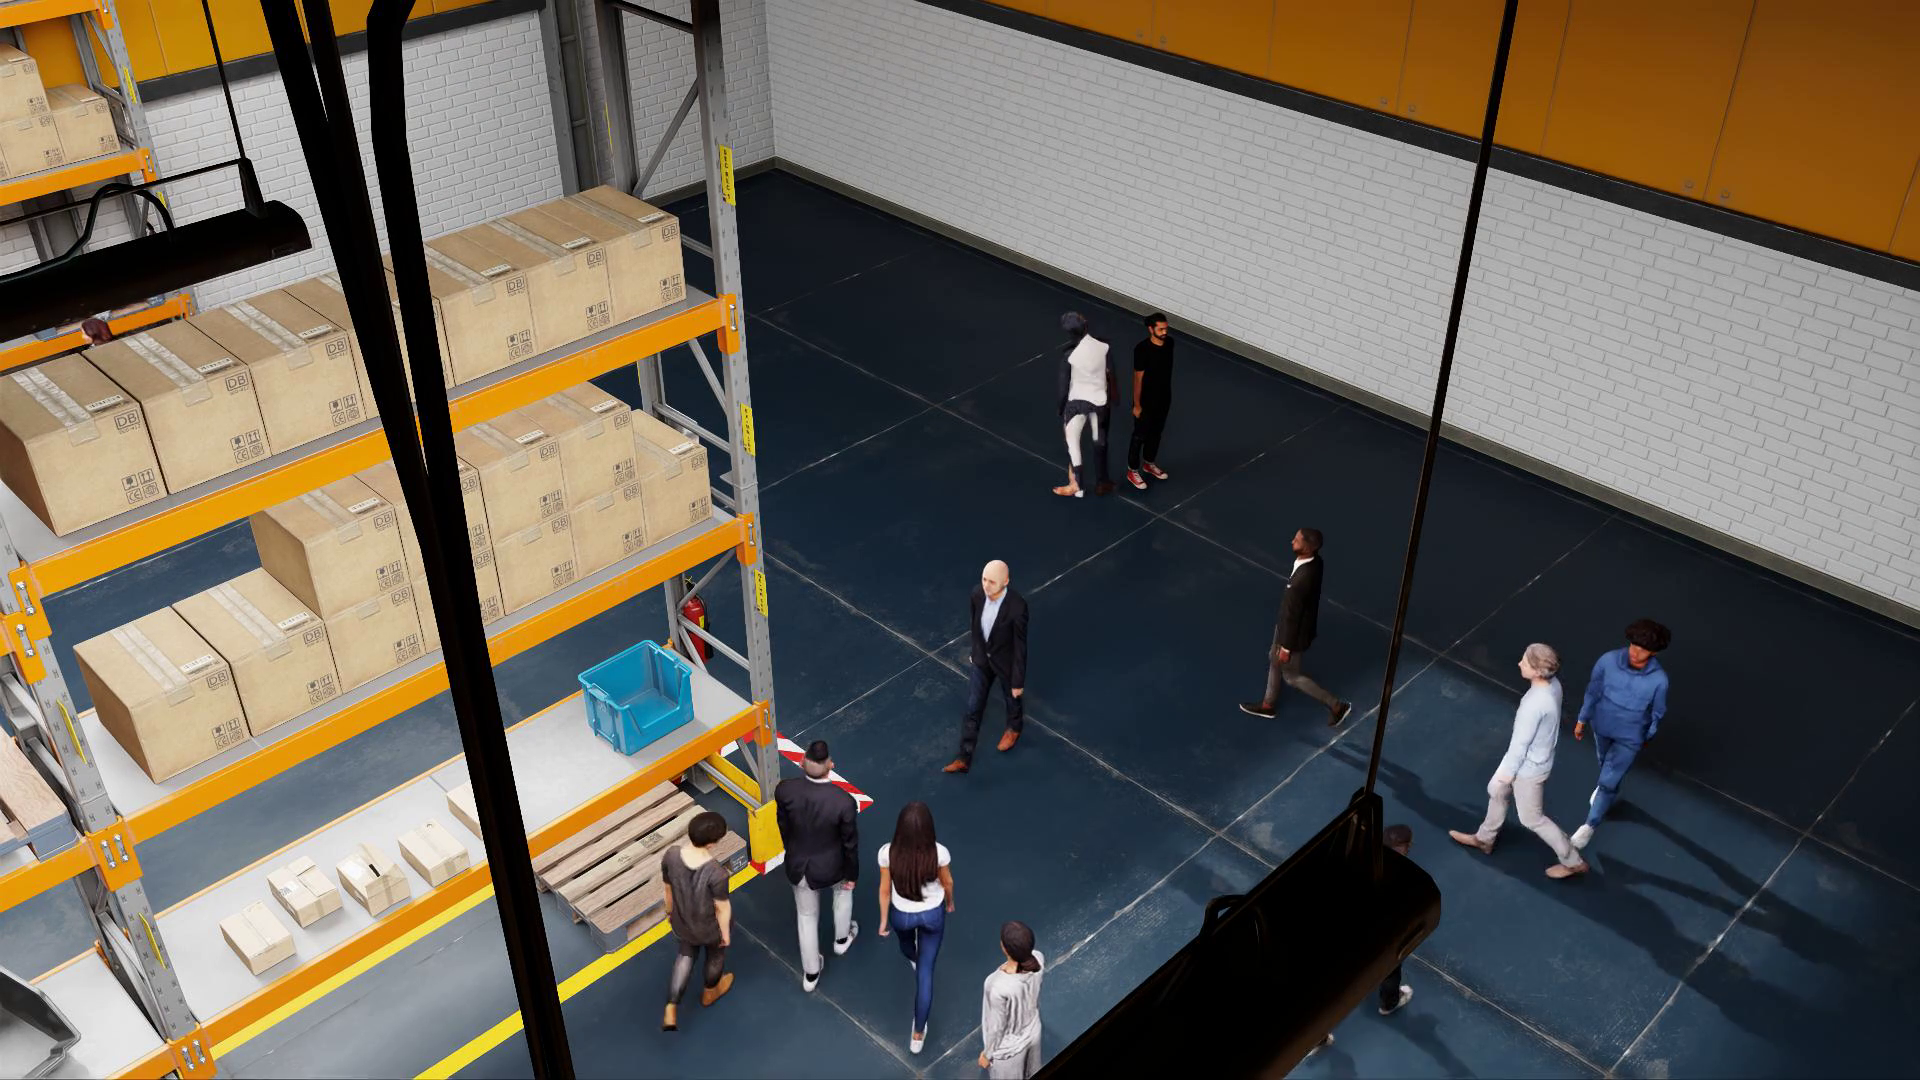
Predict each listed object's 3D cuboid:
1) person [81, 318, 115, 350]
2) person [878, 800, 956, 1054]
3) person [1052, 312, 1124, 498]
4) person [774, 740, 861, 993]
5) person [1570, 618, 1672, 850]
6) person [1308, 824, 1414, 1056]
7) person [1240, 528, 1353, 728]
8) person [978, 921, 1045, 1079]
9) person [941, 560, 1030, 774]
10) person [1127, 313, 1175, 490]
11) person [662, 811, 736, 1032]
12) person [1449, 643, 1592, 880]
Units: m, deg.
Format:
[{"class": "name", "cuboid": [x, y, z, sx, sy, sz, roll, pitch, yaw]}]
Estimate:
[{"class": "person", "cuboid": [-7.748, -1.283, 15.529, 0.654, 1.781, 0.692, 23, 40, 31]}, {"class": "person", "cuboid": [-0.260, 2.372, 10.086, 1.089, 1.719, 1.180, 2, 34, 2]}, {"class": "person", "cuboid": [1.247, -1.245, 15.396, 0.809, 1.865, 0.980, 0, 34, 0]}, {"class": "person", "cuboid": [-0.912, 2.061, 10.364, 0.948, 1.929, 1.021, 4, 34, 6]}, {"class": "person", "cuboid": [4.673, 1.261, 11.711, 0.692, 1.769, 1.132, 28, 43, 35]}, {"class": "person", "cuboid": [2.417, 2.422, 10.010, 1.134, 1.720, 0.612, -28, 43, -35]}, {"class": "person", "cuboid": [2.608, 0.711, 12.531, 1.038, 1.779, 1.130, 11, 35, 16]}, {"class": "person", "cuboid": [0.312, 2.809, 9.378, 0.657, 1.774, 0.469, 27, 42, 34]}, {"class": "person", "cuboid": [0.331, 0.870, 12.307, 0.869, 1.762, 1.179, 20, 38, 27]}, {"class": "person", "cuboid": [1.801, -1.339, 15.634, 0.494, 1.757, 0.701, -25, 41, -33]}, {"class": "person", "cuboid": [-1.616, 2.349, 10.152, 0.838, 1.683, 1.016, 11, 35, 16]}, {"class": "person", "cuboid": [3.931, 1.541, 11.214, 0.984, 1.853, 1.203, 14, 36, 19]}]
